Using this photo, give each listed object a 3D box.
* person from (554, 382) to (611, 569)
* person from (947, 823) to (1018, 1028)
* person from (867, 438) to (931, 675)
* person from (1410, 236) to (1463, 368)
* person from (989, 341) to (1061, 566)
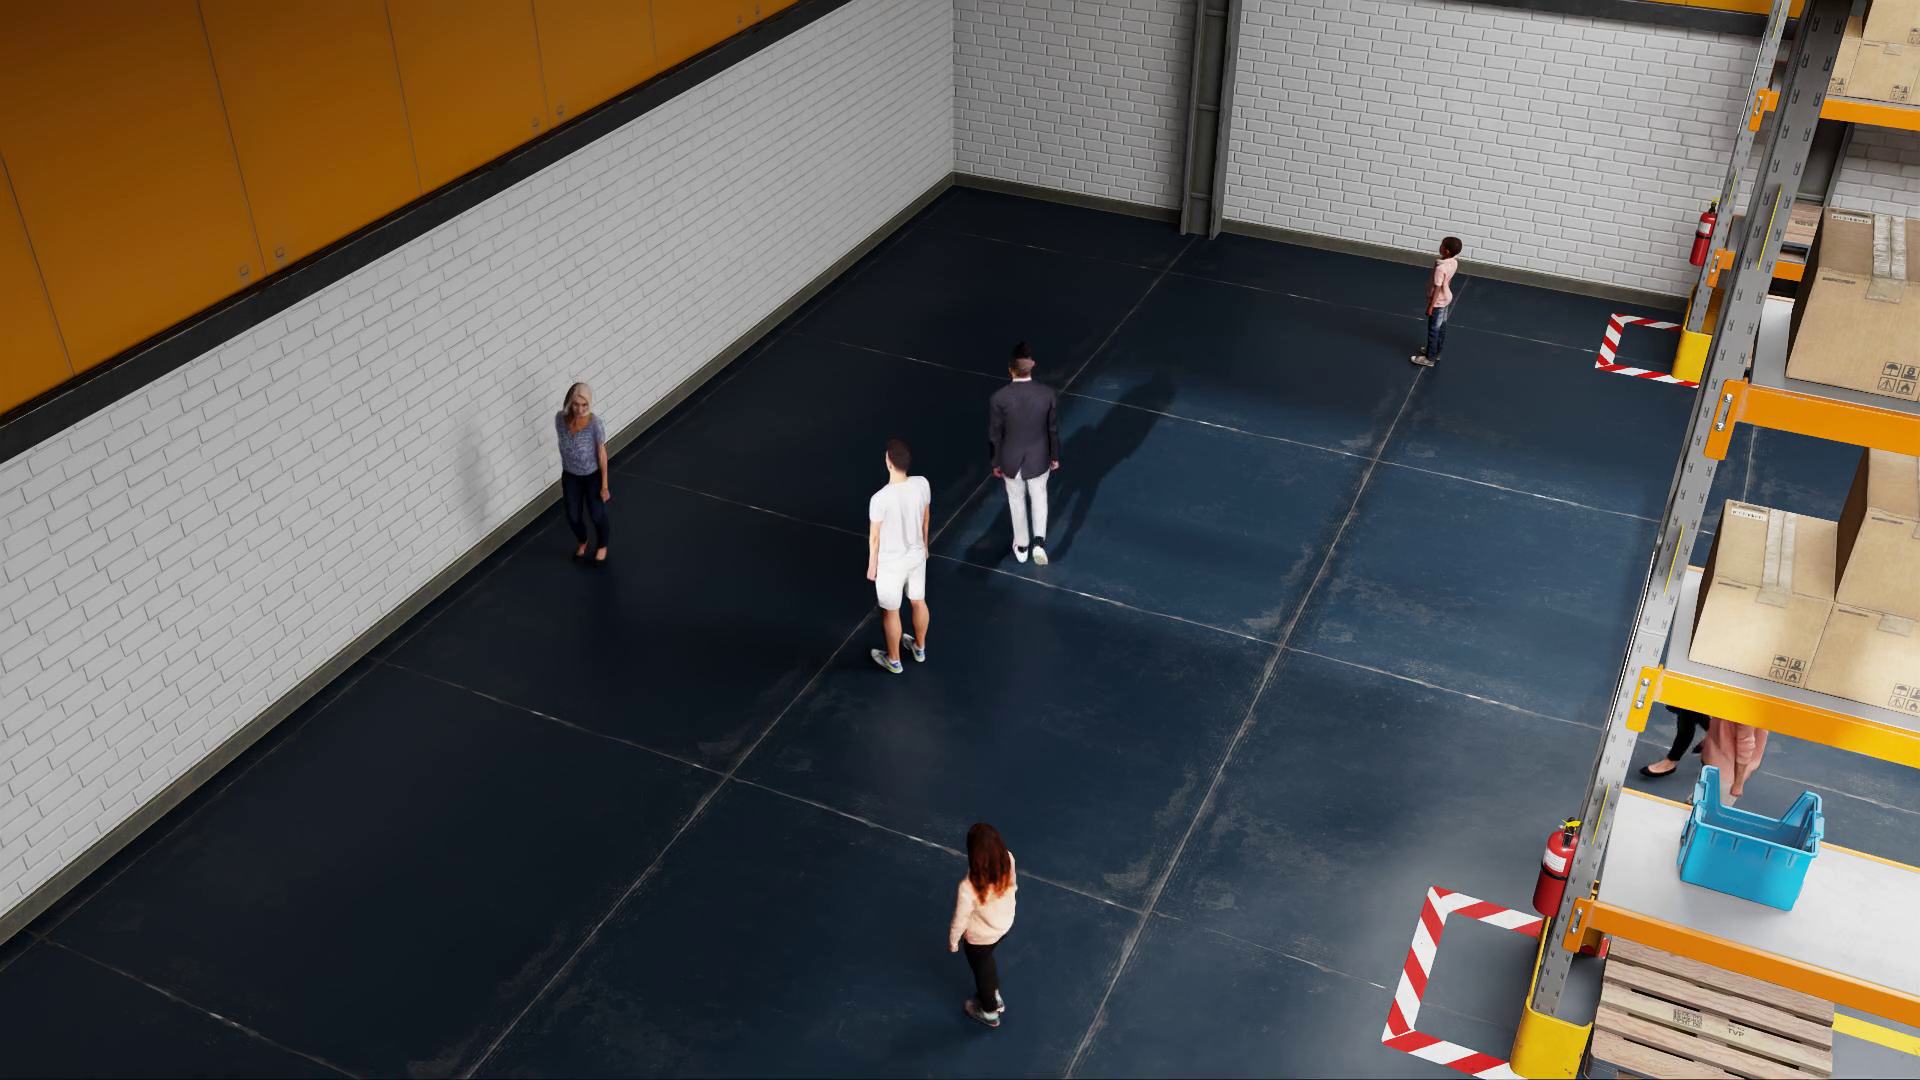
[{"bbox_3d":[-2.913,-0.518,12.920,0.607,1.683,0.730,15,37,22],"label":"person"},{"bbox_3d":[0.184,2.148,9.098,0.614,1.475,0.636,25,41,32],"label":"person"},{"bbox_3d":[-0.418,0.114,11.816,0.747,1.854,0.719,-25,41,-33],"label":"person"},{"bbox_3d":[4.600,-2.300,15.940,0.543,1.307,0.550,23,40,30],"label":"person"},{"bbox_3d":[0.512,-0.599,12.809,0.976,1.941,1.012,-3,34,-4],"label":"person"}]
